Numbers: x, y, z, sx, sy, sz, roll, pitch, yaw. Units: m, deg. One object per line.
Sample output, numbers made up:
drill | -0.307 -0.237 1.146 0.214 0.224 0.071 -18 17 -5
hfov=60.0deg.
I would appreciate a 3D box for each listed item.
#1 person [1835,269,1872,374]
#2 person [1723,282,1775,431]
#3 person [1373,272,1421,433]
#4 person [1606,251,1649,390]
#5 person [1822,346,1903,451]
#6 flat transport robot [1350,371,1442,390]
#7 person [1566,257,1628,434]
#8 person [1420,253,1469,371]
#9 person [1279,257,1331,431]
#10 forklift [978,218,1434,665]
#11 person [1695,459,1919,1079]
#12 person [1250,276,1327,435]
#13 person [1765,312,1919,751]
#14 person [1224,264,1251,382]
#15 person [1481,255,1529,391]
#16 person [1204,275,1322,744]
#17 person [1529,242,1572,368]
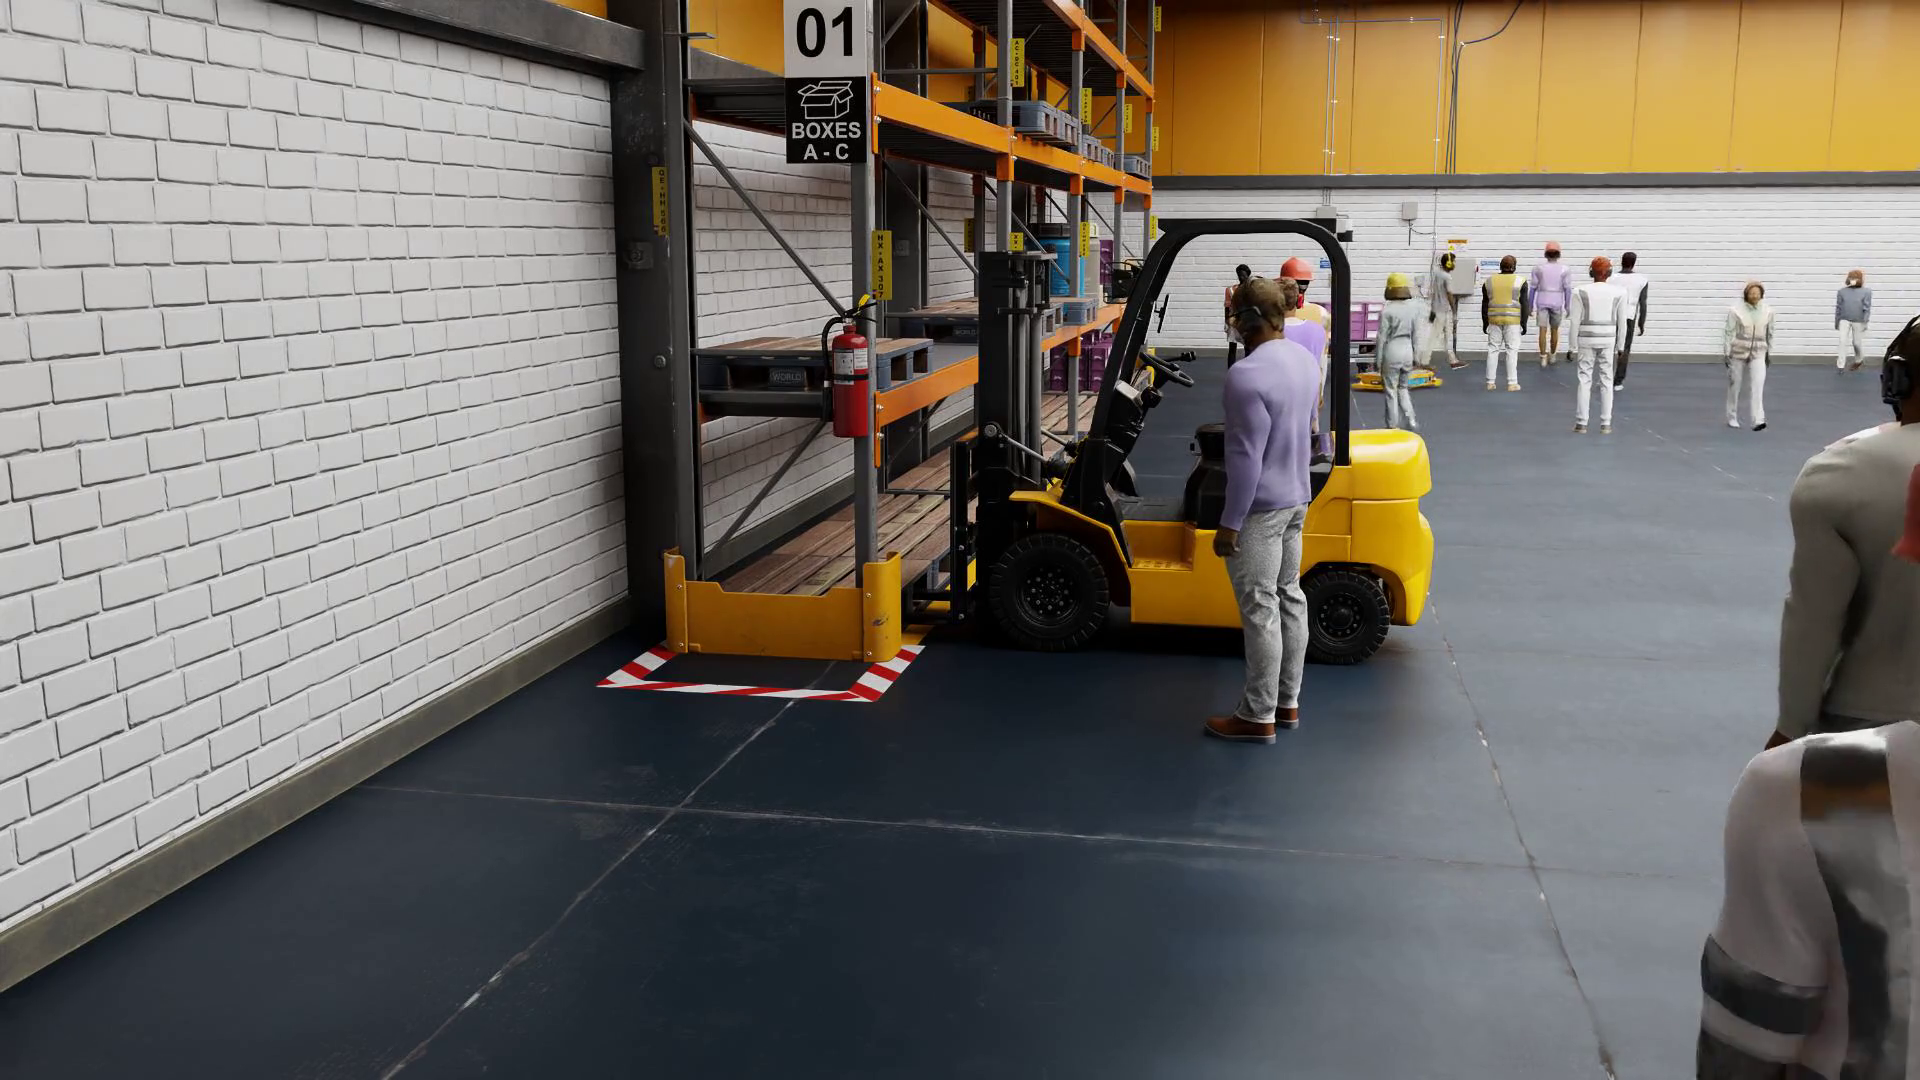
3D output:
person | 13.694 -3.351 25.508 0.505 1.605 0.706 8 13 37
person | 8.546 -1.985 18.029 0.538 1.589 0.853 2 10 10
person | 4.432 -1.851 16.922 0.510 1.729 0.366 -4 11 -22
person | 9.083 -2.997 22.798 0.608 1.885 0.530 5 11 23
person | 2.641 0.335 4.658 0.624 1.844 0.430 1 10 4
flat transport robot | 6.016 -2.207 22.902 0.652 0.197 1.431 9 14 41
person | 6.780 -2.065 17.738 0.601 1.881 0.437 2 10 10
person | 7.645 -3.558 26.034 0.918 1.825 0.558 -1 10 -3
person | 2.473 -1.124 12.391 0.551 1.935 0.371 -5 12 -27
forklift | 1.285 -0.567 8.635 2.313 2.155 1.214 2 11 11
person | 1.085 0.817 1.806 0.554 1.923 0.522 2 11 12
person | 2.071 -0.743 10.574 0.564 1.839 0.396 -5 12 -27
person | 2.221 0.425 3.898 0.627 1.940 0.372 1 10 7
person | 4.054 -3.105 23.908 0.537 1.695 0.321 2 11 13
person | 7.452 -2.962 22.729 0.633 1.843 0.429 7 12 32
person | 1.255 -0.120 6.899 0.370 1.934 0.627 8 13 37
person | 9.533 -3.804 26.918 0.635 1.997 0.944 3 11 17
